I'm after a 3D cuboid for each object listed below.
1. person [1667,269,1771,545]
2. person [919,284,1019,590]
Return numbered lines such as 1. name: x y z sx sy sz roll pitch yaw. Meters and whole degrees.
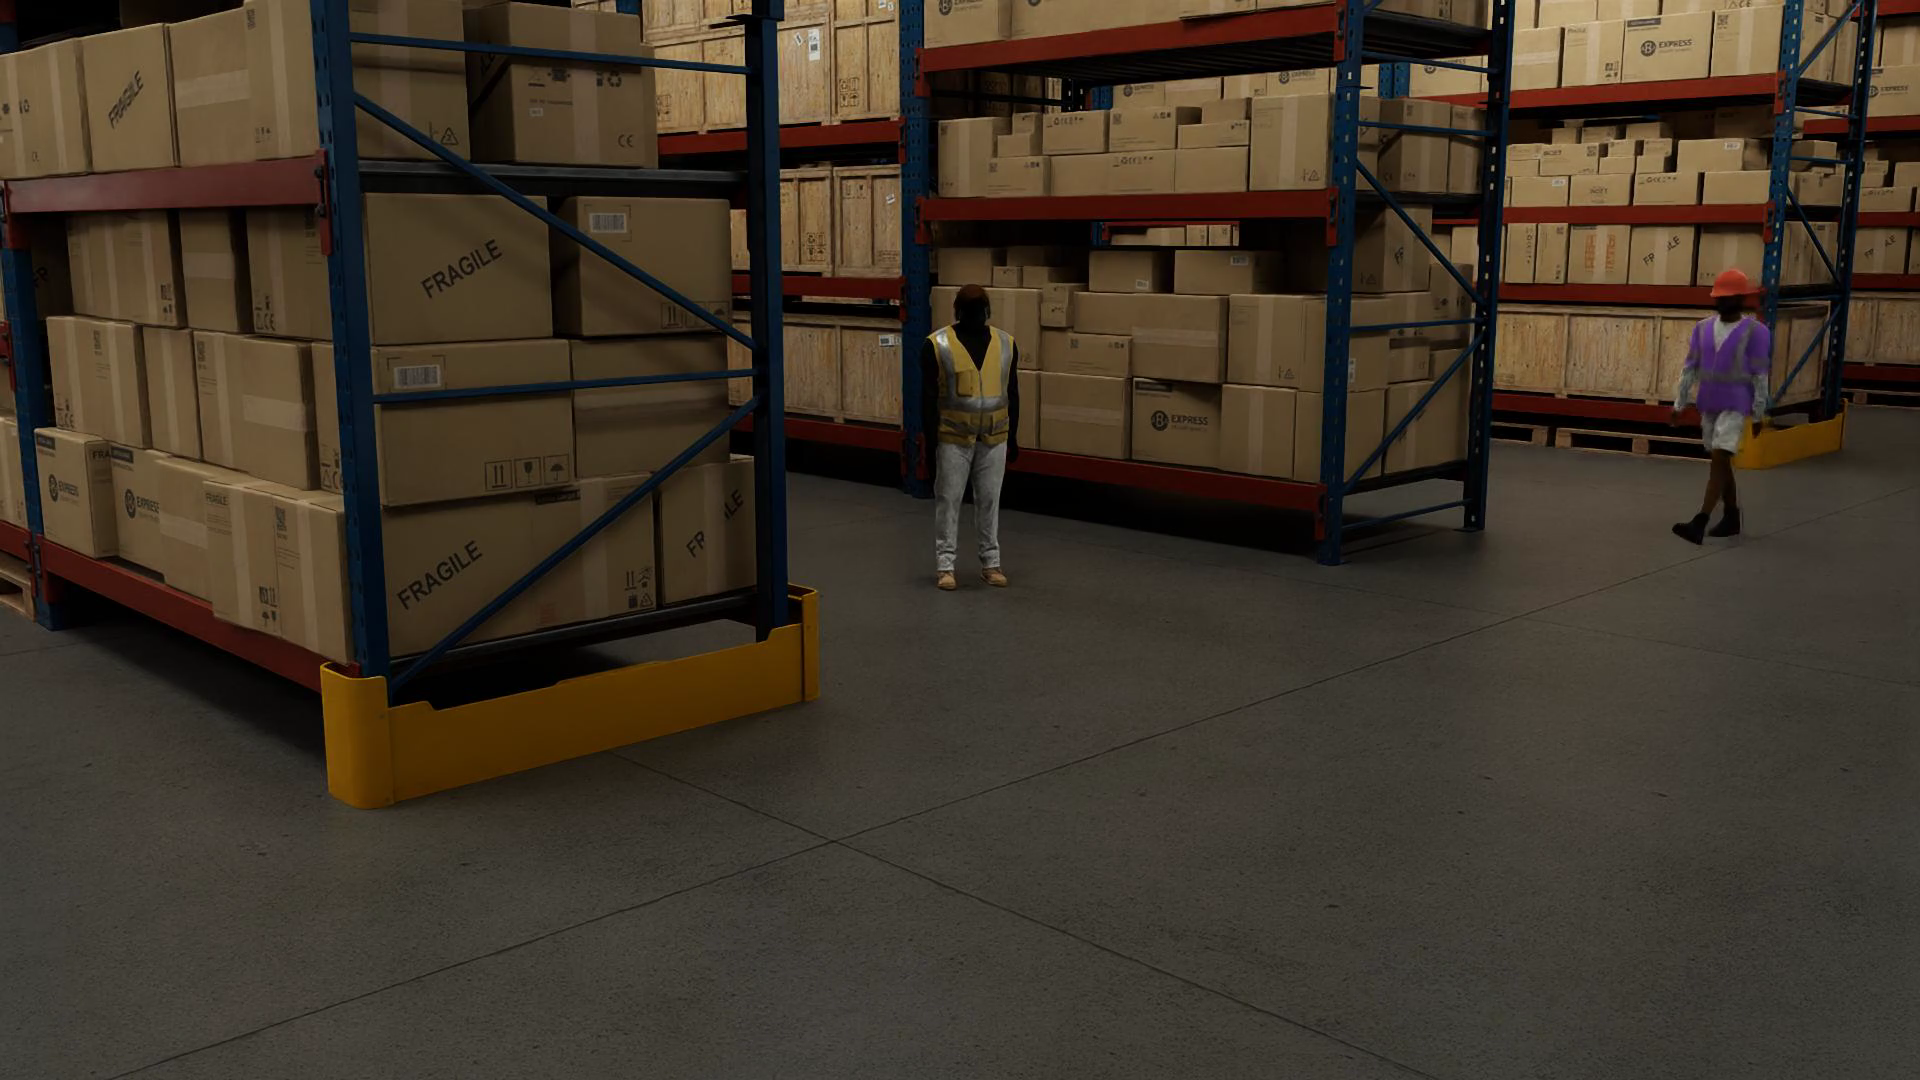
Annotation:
1. person: 5.238 -0.918 11.562 0.948 1.890 0.550 -6 12 -28
2. person: 0.069 -0.618 10.060 0.629 1.843 0.429 -3 11 -17
